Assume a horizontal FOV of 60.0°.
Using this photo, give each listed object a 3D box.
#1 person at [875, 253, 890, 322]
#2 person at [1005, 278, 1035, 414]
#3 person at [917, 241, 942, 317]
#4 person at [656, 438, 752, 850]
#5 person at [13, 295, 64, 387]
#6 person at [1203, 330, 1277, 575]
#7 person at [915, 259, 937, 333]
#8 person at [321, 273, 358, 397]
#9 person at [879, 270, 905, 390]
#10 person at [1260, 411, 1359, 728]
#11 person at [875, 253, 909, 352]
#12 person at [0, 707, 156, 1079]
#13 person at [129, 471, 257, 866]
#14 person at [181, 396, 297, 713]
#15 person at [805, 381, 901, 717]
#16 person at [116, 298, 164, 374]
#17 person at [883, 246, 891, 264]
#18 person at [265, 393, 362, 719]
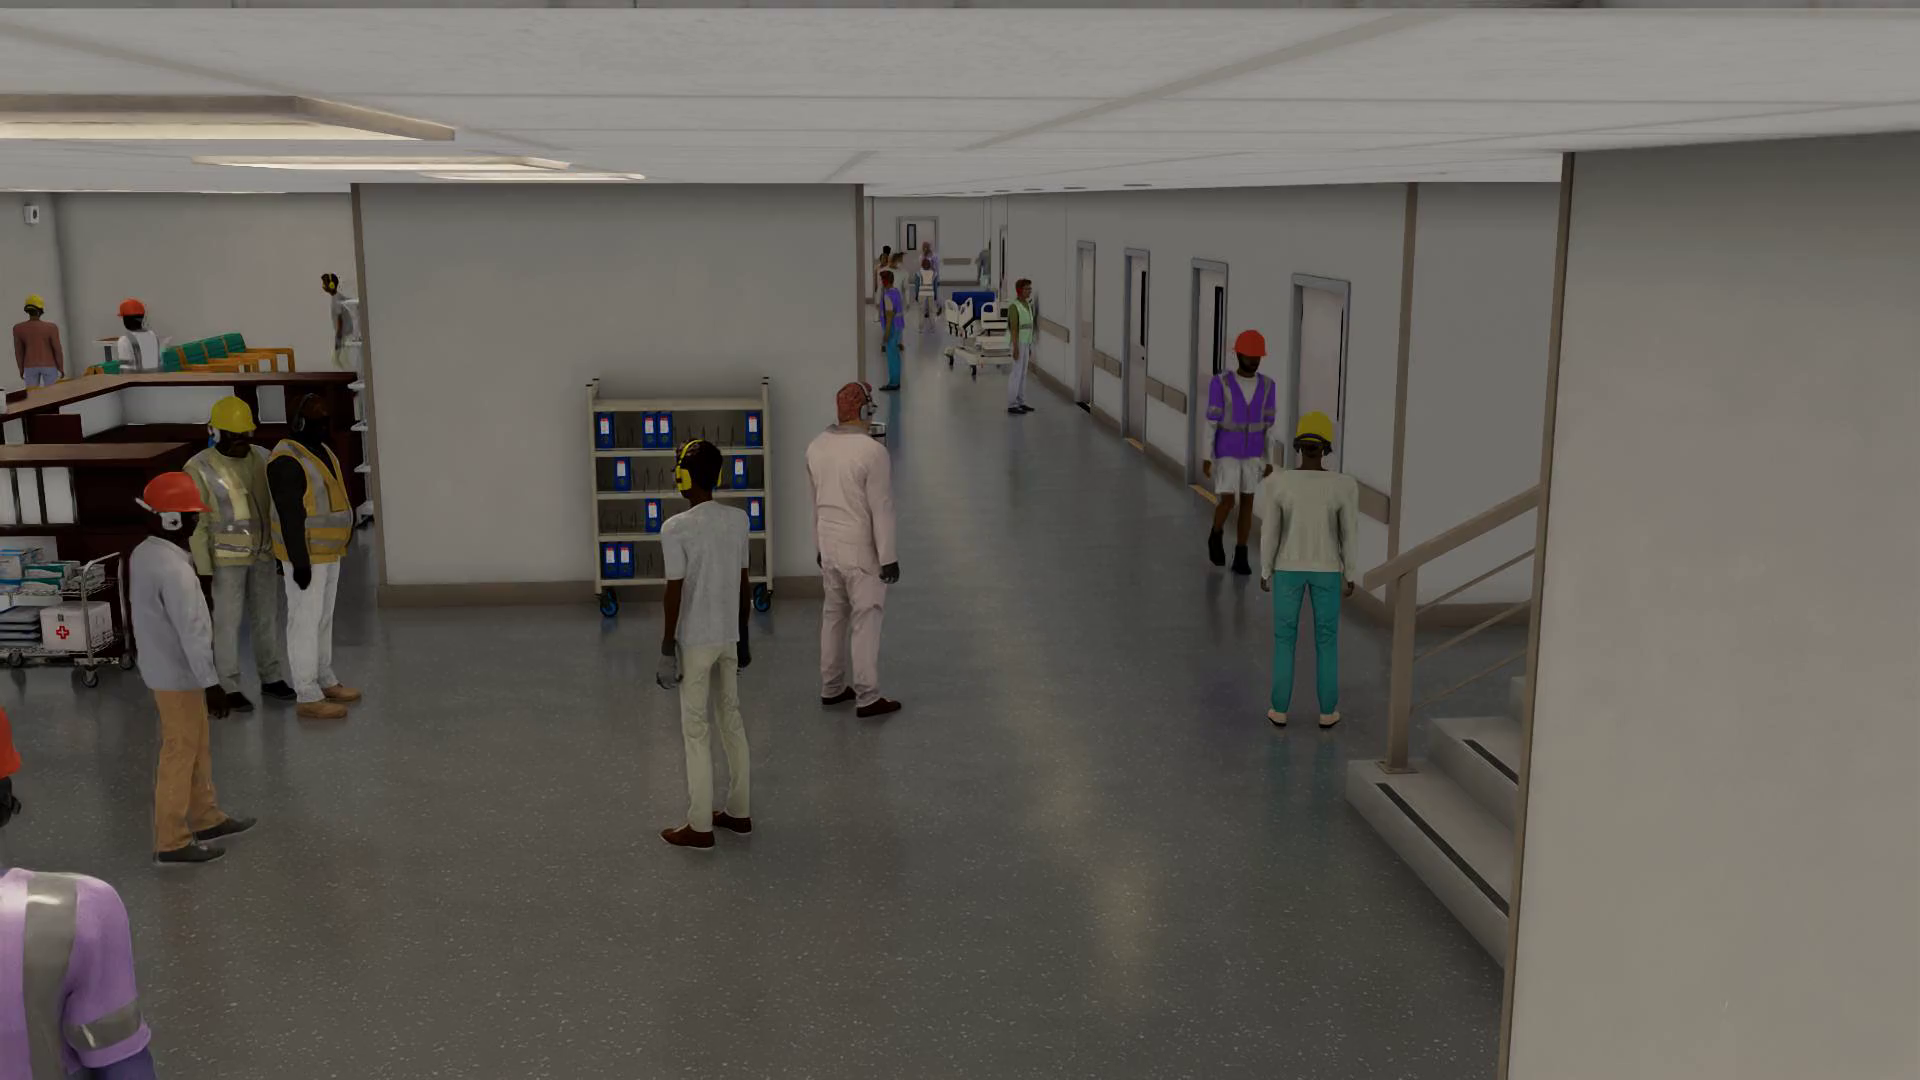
[{"bbox_3d":[-1.823,-6.059,39.942,0.522,1.645,0.305,7,13,30],"label":"person"},{"bbox_3d":[0.815,-2.673,22.904,0.371,1.843,0.569,4,12,21],"label":"person"},{"bbox_3d":[-0.774,-6.480,41.408,0.504,1.894,0.659,-10,16,-42],"label":"person"},{"bbox_3d":[-1.153,0.470,7.515,0.324,1.861,0.510,9,15,37],"label":"person"},{"bbox_3d":[-11.213,-2.097,20.287,0.525,1.769,0.316,-3,12,-15],"label":"person"},{"bbox_3d":[2.181,-0.674,12.937,0.583,1.925,0.493,-3,12,-12],"label":"person"},{"bbox_3d":[-0.740,-5.379,36.662,0.509,1.629,0.315,-4,12,-17],"label":"person"},{"bbox_3d":[-9.155,-3.015,24.597,0.432,1.844,0.517,-6,13,-28],"label":"person"},{"bbox_3d":[-1.054,-3.219,25.590,0.395,1.839,0.564,2,12,11],"label":"person"},{"bbox_3d":[1.925,0.169,9.209,0.533,1.767,0.312,2,12,10],"label":"person"},{"bbox_3d":[-1.330,-4.604,32.232,0.690,1.903,0.538,-4,12,-19],"label":"person"},{"bbox_3d":[-1.853,1.260,3.193,0.605,2.045,0.380,-4,12,-19],"label":"person"},{"bbox_3d":[-3.373,0.558,7.382,0.553,1.737,0.601,-8,14,-35],"label":"person"},{"bbox_3d":[-4.122,0.077,9.541,0.406,1.821,0.600,7,13,30],"label":"person"},{"bbox_3d":[-0.590,0.047,9.493,0.398,1.900,0.652,-11,16,-42],"label":"person"},{"bbox_3d":[-8.424,-1.549,17.272,0.799,1.916,0.547,3,12,15],"label":"person"},{"bbox_3d":[-1.925,-7.006,44.439,0.317,1.696,0.540,-1,12,-5],"label":"person"},{"bbox_3d":[-3.667,0.083,9.468,0.430,1.837,0.624,0,12,-2],"label":"person"}]
